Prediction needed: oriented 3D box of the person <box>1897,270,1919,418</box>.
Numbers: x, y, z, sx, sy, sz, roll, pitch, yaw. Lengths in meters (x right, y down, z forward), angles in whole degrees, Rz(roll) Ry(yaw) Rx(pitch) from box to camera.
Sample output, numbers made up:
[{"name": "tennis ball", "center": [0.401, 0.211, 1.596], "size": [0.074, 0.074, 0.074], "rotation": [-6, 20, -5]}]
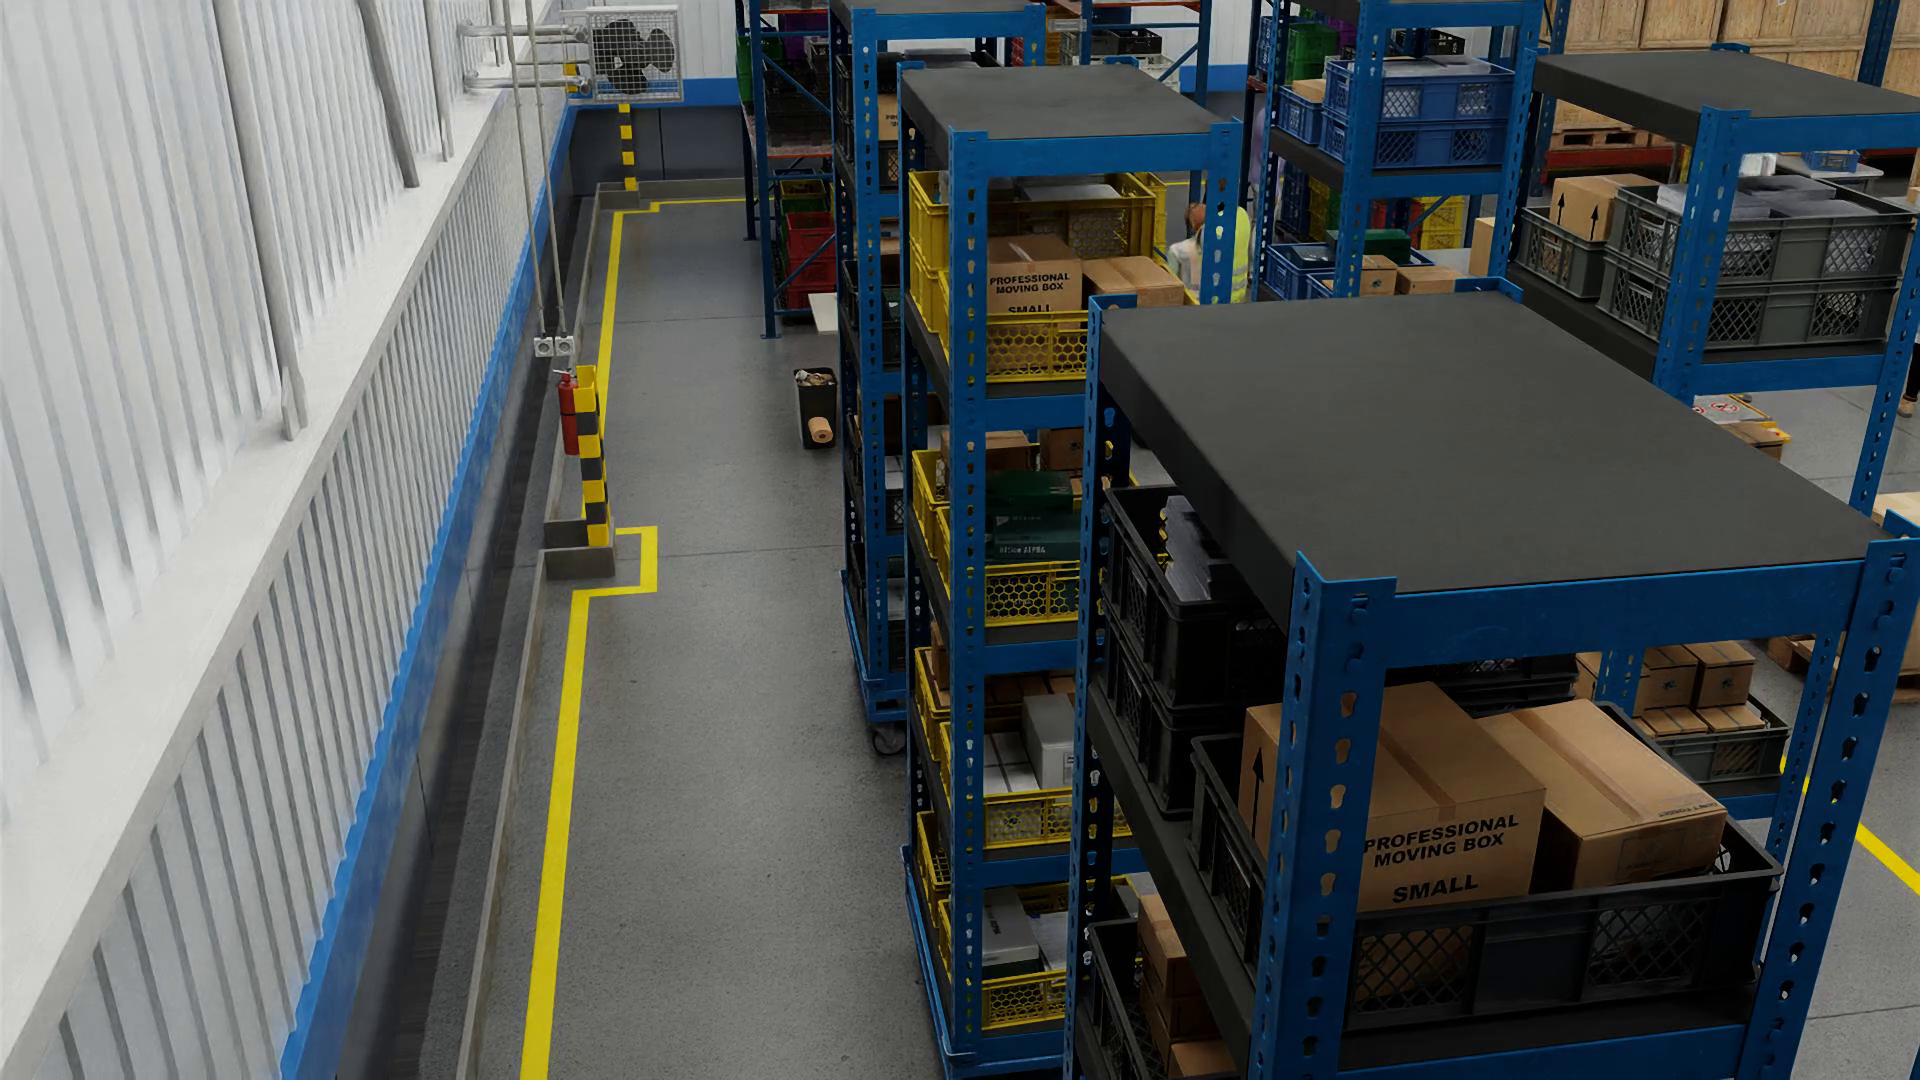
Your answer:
[{"name": "person", "center": [7.304, -1.729, 12.329], "size": [0.540, 1.696, 0.315], "rotation": [2, 25, 4]}]

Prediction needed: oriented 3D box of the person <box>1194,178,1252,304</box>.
[{"name": "person", "center": [1.883, -1.784, 12.278], "size": [0.430, 1.845, 0.624], "rotation": [15, 29, 29]}]

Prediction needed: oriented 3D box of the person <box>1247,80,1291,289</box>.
[{"name": "person", "center": [2.866, -3.315, 15.500], "size": [0.369, 1.932, 0.633], "rotation": [0, 25, 1]}]
